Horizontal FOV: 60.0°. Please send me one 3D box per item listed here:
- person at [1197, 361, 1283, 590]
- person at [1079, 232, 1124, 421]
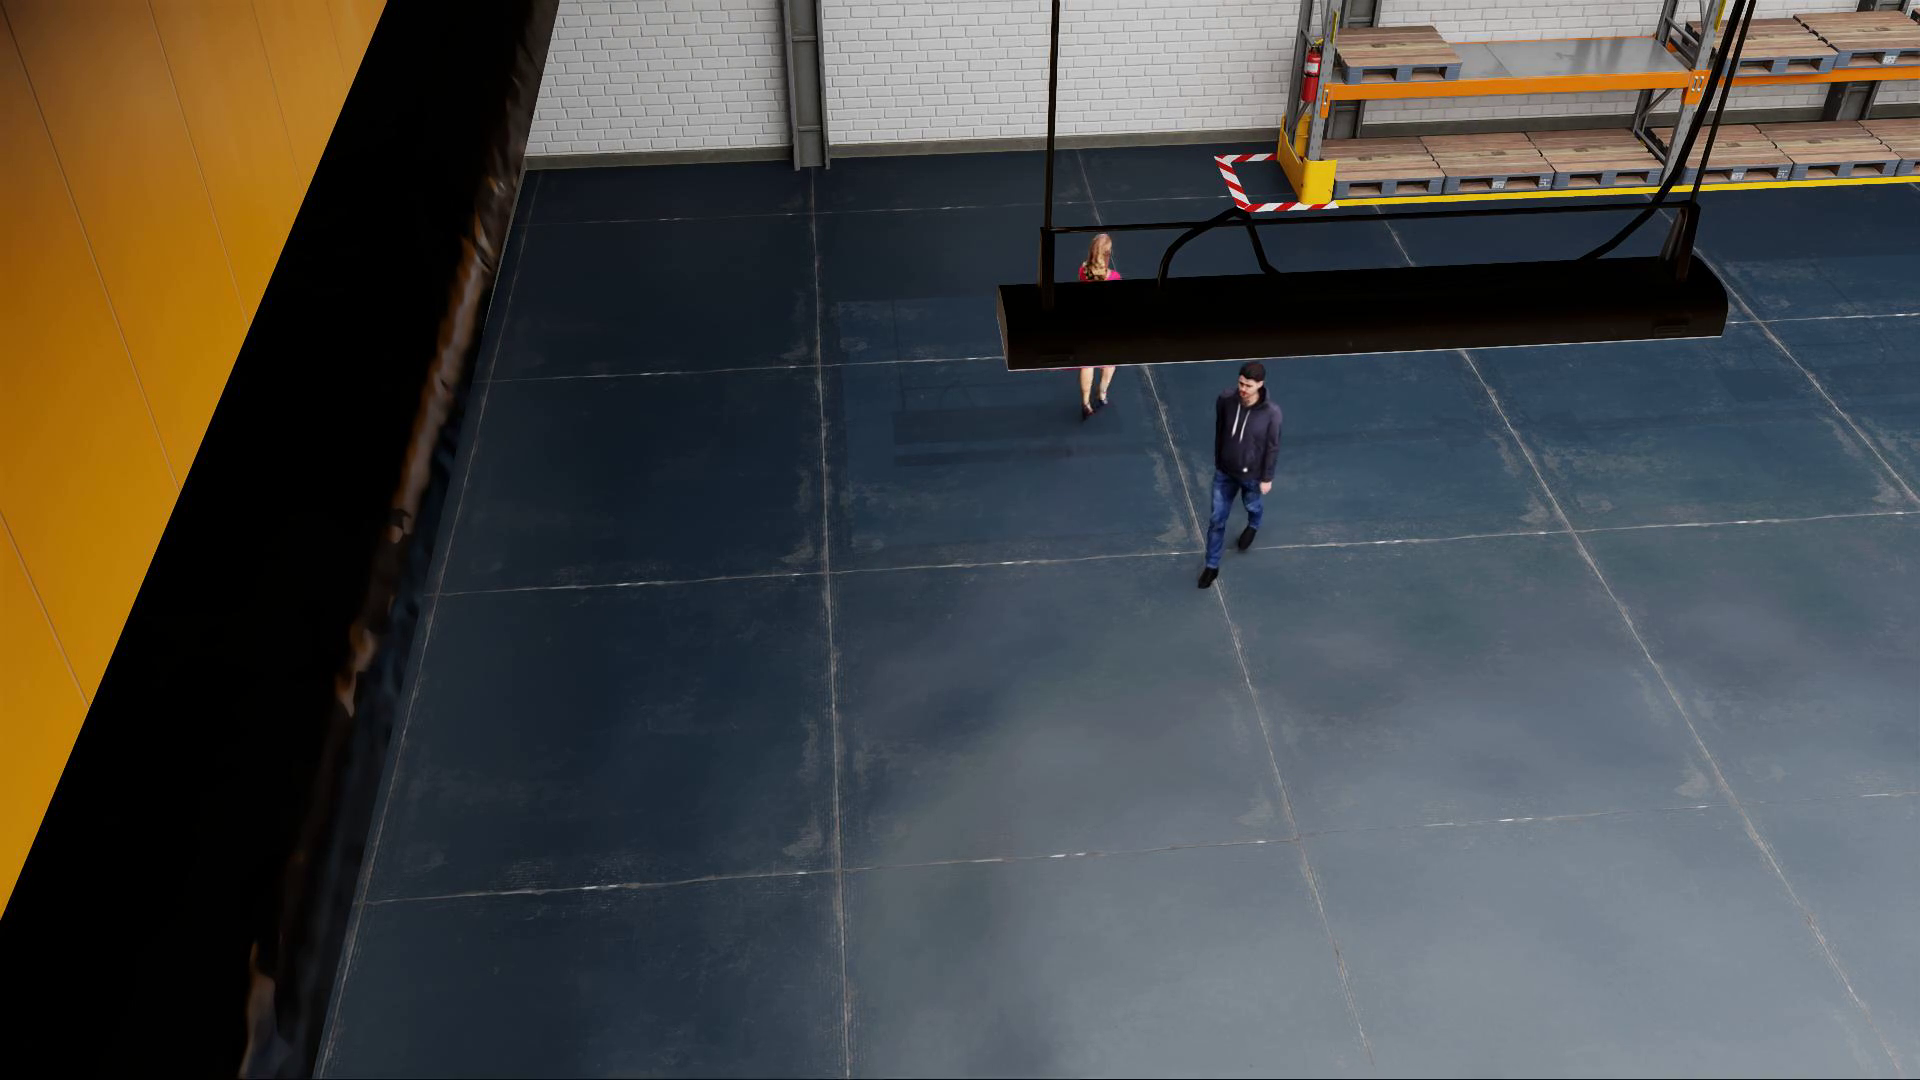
[{"bbox_3d":[2.179,-0.581,12.571,1.225,1.845,1.180,20,43,24],"label":"person"},{"bbox_3d":[1.140,-1.774,14.170,0.737,1.713,0.794,19,42,22],"label":"person"}]
